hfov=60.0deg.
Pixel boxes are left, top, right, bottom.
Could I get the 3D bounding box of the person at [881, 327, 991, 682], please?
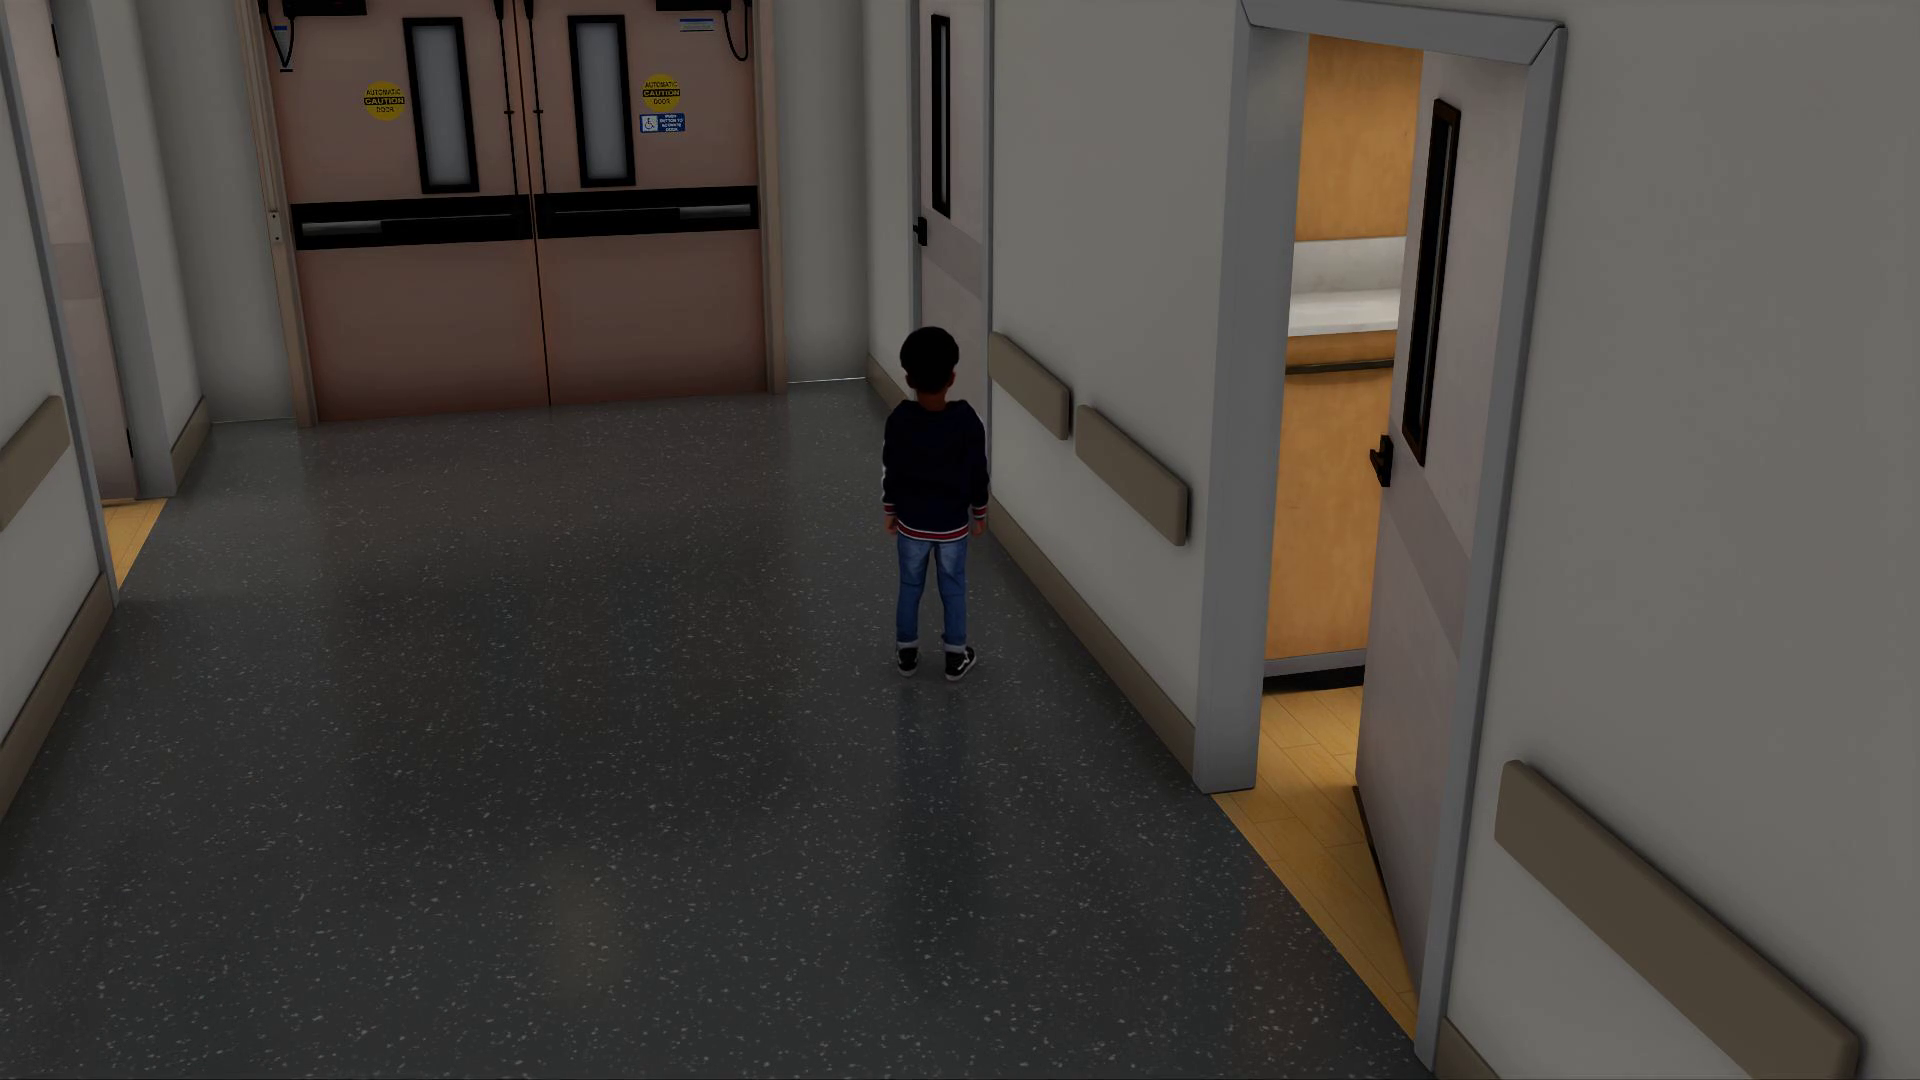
[{"bbox_3d":[-0.093,-0.116,5.620,0.581,1.220,0.583,4,21,10],"label":"person"}]
